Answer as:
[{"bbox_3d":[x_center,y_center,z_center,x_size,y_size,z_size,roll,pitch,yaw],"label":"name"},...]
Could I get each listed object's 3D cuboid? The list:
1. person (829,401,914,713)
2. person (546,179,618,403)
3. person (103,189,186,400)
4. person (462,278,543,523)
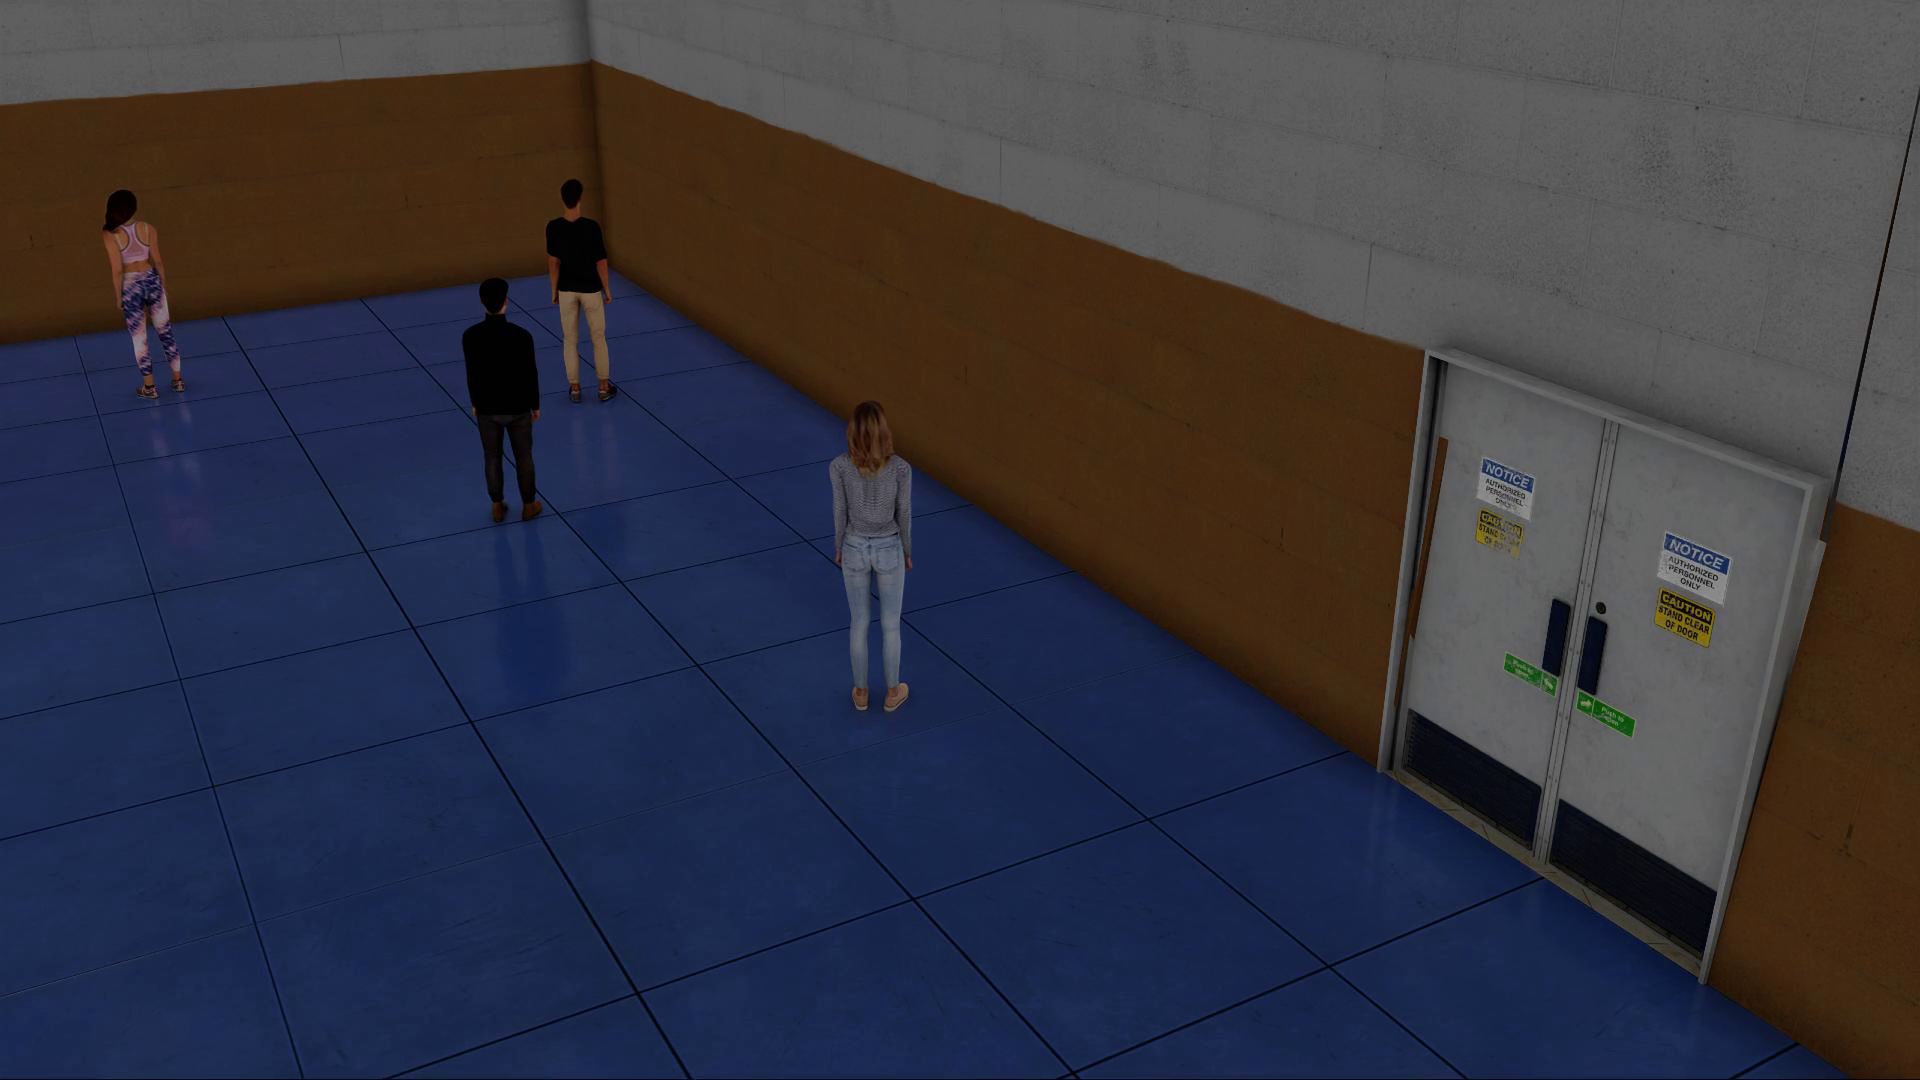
[{"bbox_3d":[-0.471,0.093,9.025,0.628,1.796,0.727,2,24,4],"label":"person"},{"bbox_3d":[-3.169,-2.076,13.873,0.622,1.858,0.776,-2,24,-4],"label":"person"},{"bbox_3d":[-6.902,-2.083,14.036,0.712,1.766,0.567,22,32,40],"label":"person"},{"bbox_3d":[-3.171,-0.962,11.532,0.616,1.721,0.765,-3,24,-6],"label":"person"}]
